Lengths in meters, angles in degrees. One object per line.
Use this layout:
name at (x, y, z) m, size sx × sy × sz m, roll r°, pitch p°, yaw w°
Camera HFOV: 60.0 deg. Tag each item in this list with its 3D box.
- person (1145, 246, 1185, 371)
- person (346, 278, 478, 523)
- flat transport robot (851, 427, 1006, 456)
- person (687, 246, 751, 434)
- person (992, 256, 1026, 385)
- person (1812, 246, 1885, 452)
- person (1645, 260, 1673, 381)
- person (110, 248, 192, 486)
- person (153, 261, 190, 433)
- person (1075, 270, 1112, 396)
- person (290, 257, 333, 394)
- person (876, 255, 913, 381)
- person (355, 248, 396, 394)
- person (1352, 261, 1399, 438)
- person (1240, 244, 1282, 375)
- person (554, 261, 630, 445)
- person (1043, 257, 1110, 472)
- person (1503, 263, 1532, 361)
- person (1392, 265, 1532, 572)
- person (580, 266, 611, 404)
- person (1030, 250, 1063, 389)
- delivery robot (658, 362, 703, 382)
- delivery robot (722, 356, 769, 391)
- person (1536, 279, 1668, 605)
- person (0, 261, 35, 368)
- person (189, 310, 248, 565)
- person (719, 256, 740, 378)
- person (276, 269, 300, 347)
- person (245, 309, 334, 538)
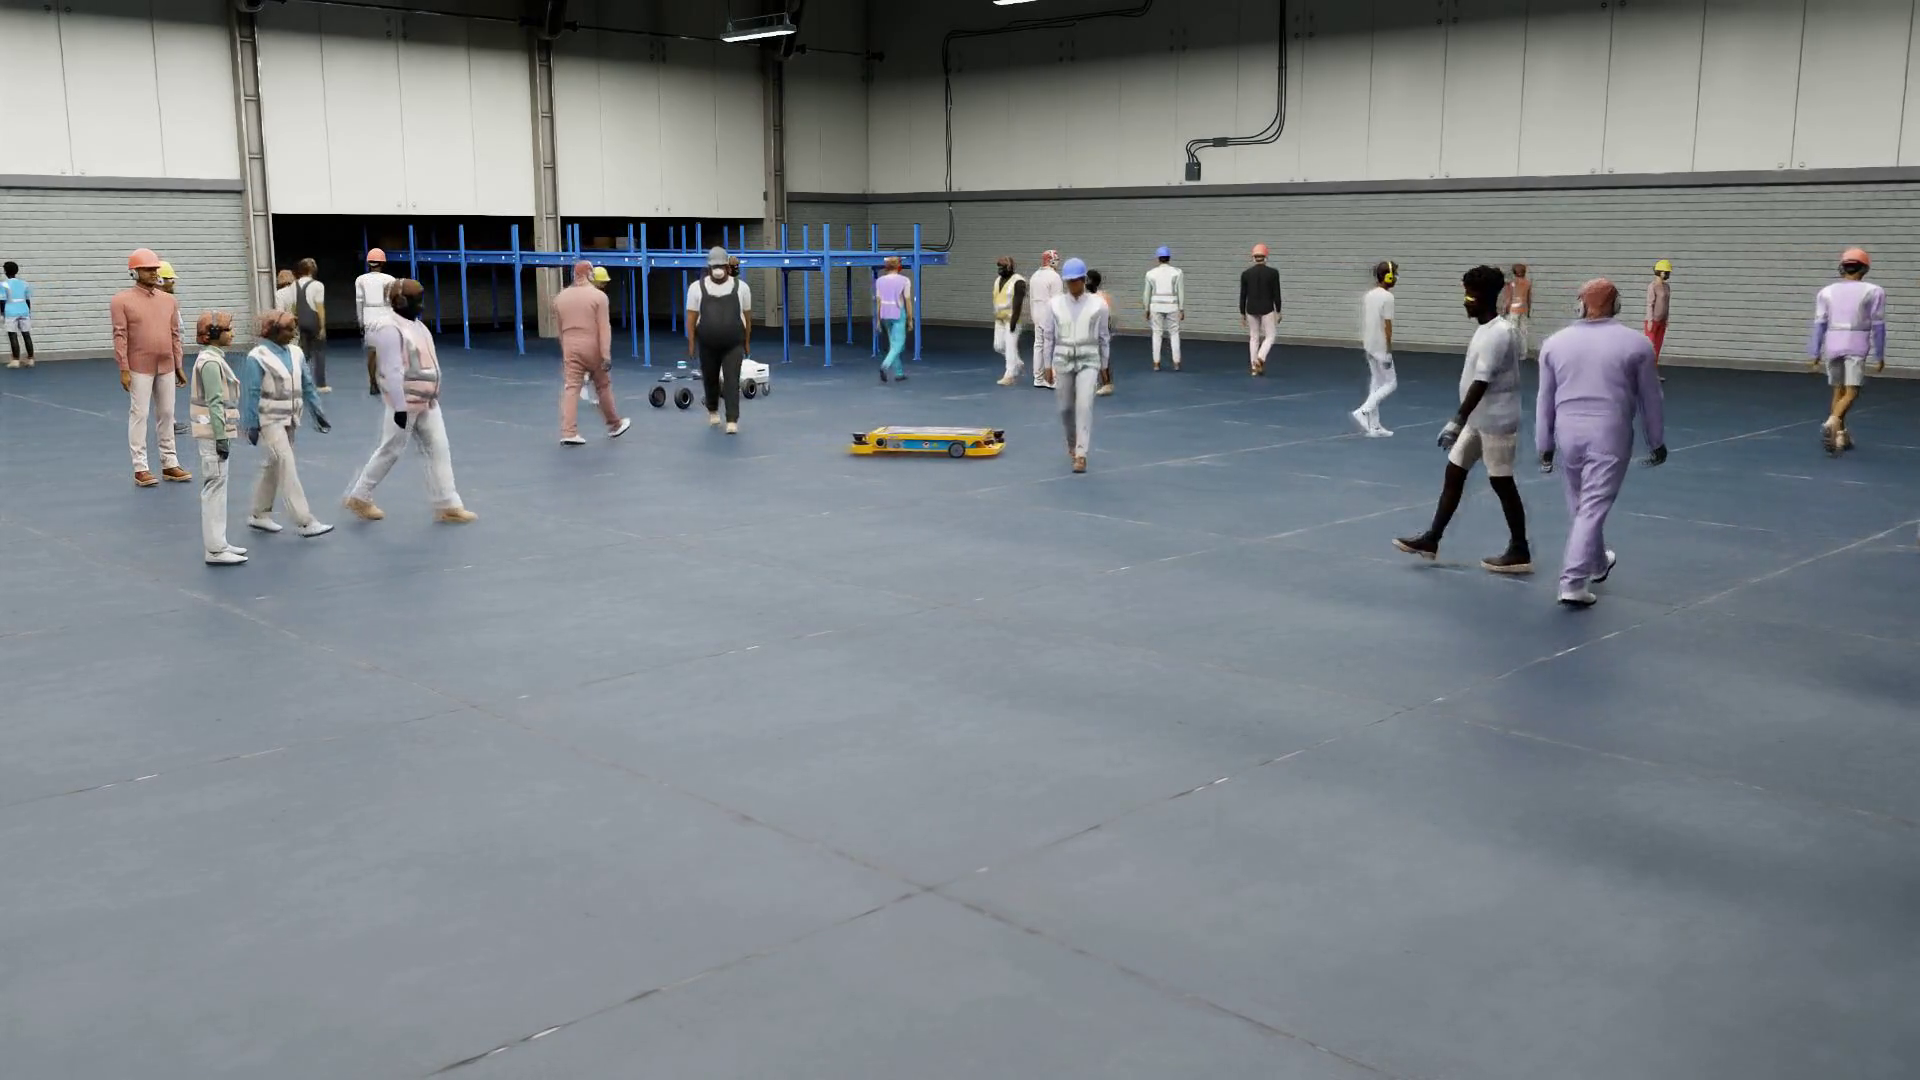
person at (3.209, -3.627, 26.087) m, size 0.637 × 1.935 × 0.420 m, roll 3°, pitch 11°, yaw 16°
person at (-4.114, -1.023, 12.280) m, size 0.946 × 1.810 × 0.628 m, roll 2°, pitch 11°, yaw 10°
flat transport robot at (-0.301, -0.976, 16.293) m, size 1.431 × 0.197 × 0.652 m, roll 2°, pitch 10°, yaw 8°
person at (-2.623, -2.201, 18.144) m, size 0.692 × 2.000 × 0.921 m, roll -1°, pitch 10°, yaw -7°
person at (0.733, -3.125, 23.690) m, size 0.558 × 1.822 × 0.627 m, roll -9°, pitch 13°, yaw -39°
person at (8.632, -1.857, 16.250) m, size 0.921 × 2.018 × 0.610 m, roll -9°, pitch 14°, yaw -40°
person at (10.137, -3.180, 24.147) m, size 0.518 × 1.757 × 0.338 m, roll -9°, pitch 14°, yaw -40°
person at (-6.914, -1.480, 14.218) m, size 0.376 × 1.997 × 0.612 m, roll 6°, pitch 12°, yaw 29°
person at (-8.565, -2.078, 17.933) m, size 0.403 × 1.827 × 0.601 m, roll -6°, pitch 12°, yaw -30°
person at (1.690, -2.711, 21.862) m, size 0.868 × 1.648 × 0.552 m, roll -4°, pitch 11°, yaw -23°
person at (-8.708, -2.845, 22.147) m, size 0.512 × 1.823 × 0.652 m, roll 3°, pitch 11°, yaw 16°
person at (-0.973, -3.207, 24.099) m, size 0.575 × 1.821 × 0.802 m, roll 6°, pitch 12°, yaw 31°
person at (-7.770, -2.925, 22.261) m, size 0.552 × 1.935 × 0.373 m, roll -1°, pitch 10°, yaw -3°
person at (4.361, -1.992, 17.444) m, size 0.489 × 1.848 × 0.503 m, roll -4°, pitch 11°, yaw -19°
person at (4.533, -3.466, 25.089) m, size 0.657 × 1.978 × 0.629 m, roll 6°, pitch 12°, yaw 30°
person at (-3.798, -1.916, 17.010) m, size 0.654 × 1.841 × 1.034 m, roll 3°, pitch 11°, yaw 17°
person at (1.070, -1.622, 15.228) m, size 0.612 × 1.919 × 0.834 m, roll 2°, pitch 11°, yaw 10°
person at (9.379, -3.826, 27.985) m, size 0.522 × 1.638 × 0.310 m, roll -4°, pitch 11°, yaw -19°
person at (3.212, -0.752, 10.445) m, size 0.924 × 1.918 × 0.605 m, roll 1°, pitch 10°, yaw 6°
person at (-4.536, -2.546, 20.759) m, size 0.443 × 1.719 × 0.561 m, roll 0°, pitch 10°, yaw 0°
person at (1.239, -3.059, 23.077) m, size 0.400 × 1.909 × 0.643 m, roll -6°, pitch 12°, yaw -31°
delivery robot at (-3.468, -2.106, 20.709) m, size 0.335 × 0.223 × 0.698 m, roll 6°, pitch 12°, yaw 31°
delivery robot at (-2.833, -2.206, 21.973) m, size 0.477 × 0.478 × 0.707 m, roll 5°, pitch 12°, yaw 26°
person at (3.748, -0.581, 9.704) m, size 0.651 × 1.848 × 1.023 m, roll 10°, pitch 14°, yaw 43°
person at (-15.114, -3.604, 26.620) m, size 0.317 × 1.695 × 0.540 m, roll 5°, pitch 12°, yaw 27°
person at (-4.816, -0.667, 10.793) m, size 0.318 × 1.631 × 0.514 m, roll -5°, pitch 11°, yaw -23°
person at (-3.104, -2.908, 22.469) m, size 0.430 × 1.836 × 0.618 m, roll 3°, pitch 11°, yaw 14°
person at (-9.707, -3.110, 24.140) m, size 0.407 × 1.621 × 0.504 m, roll 5°, pitch 11°, yaw 25°
person at (-4.773, -0.823, 11.735) m, size 0.832 × 1.593 × 0.504 m, roll 3°, pitch 11°, yaw 15°
